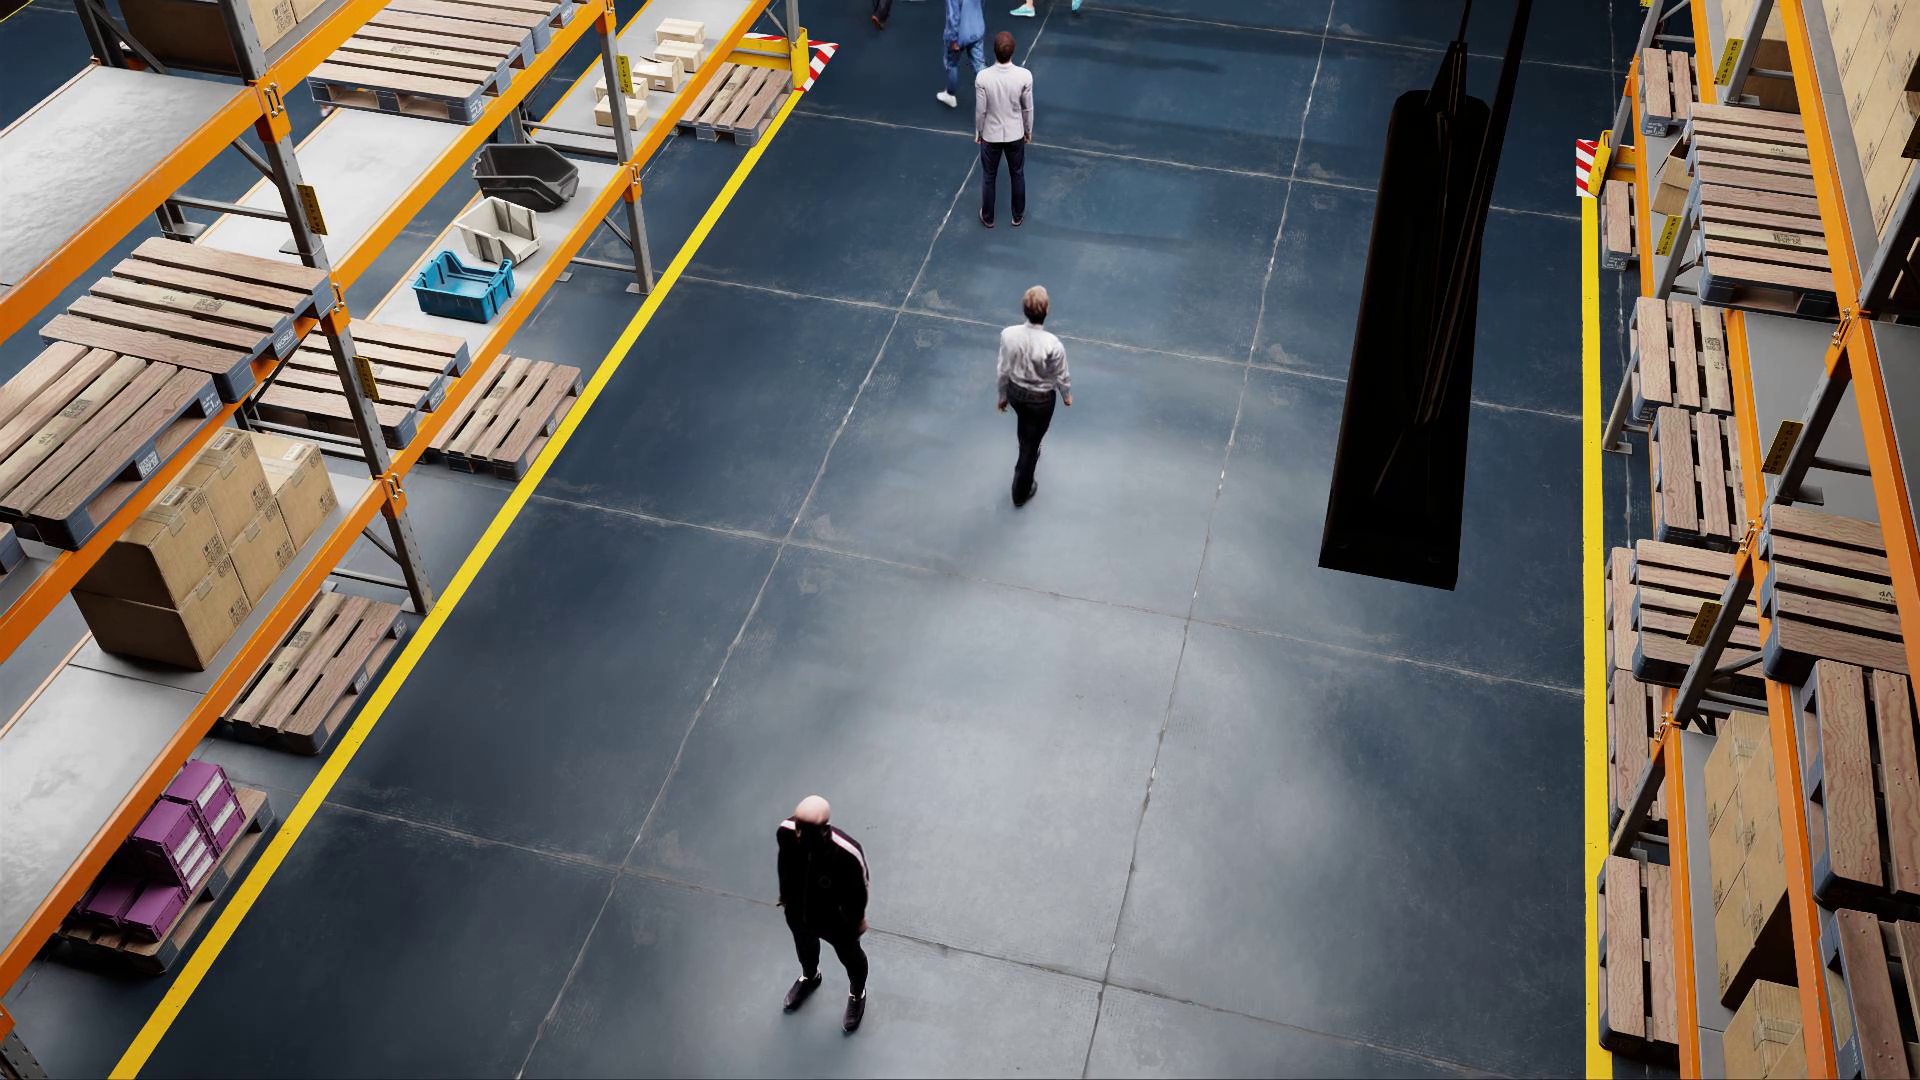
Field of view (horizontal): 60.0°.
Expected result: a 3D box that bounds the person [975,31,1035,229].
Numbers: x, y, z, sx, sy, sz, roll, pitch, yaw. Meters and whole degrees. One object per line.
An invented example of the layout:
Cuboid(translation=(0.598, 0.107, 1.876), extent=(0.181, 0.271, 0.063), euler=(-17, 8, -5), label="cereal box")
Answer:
Cuboid(translation=(0.380, -3.611, 14.699), extent=(0.750, 1.853, 0.705), euler=(-3, 44, -4), label="person")

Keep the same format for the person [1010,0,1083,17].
Cuboid(translation=(0.977, -6.370, 17.674), extent=(0.912, 1.743, 1.070), euler=(-4, 44, -5), label="person")

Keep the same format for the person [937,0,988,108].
Cuboid(translation=(0.112, -4.911, 16.118), extent=(1.167, 1.778, 1.146), euler=(-27, 50, -26), label="person")

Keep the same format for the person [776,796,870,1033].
Cuboid(translation=(-0.723, 1.953, 8.870), extent=(0.710, 1.837, 0.619), euler=(17, 46, 17), label="person")

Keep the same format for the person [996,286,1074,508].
Cuboid(translation=(0.481, -0.984, 11.982), extent=(0.796, 1.797, 0.953), euler=(23, 48, 22), label="person")
